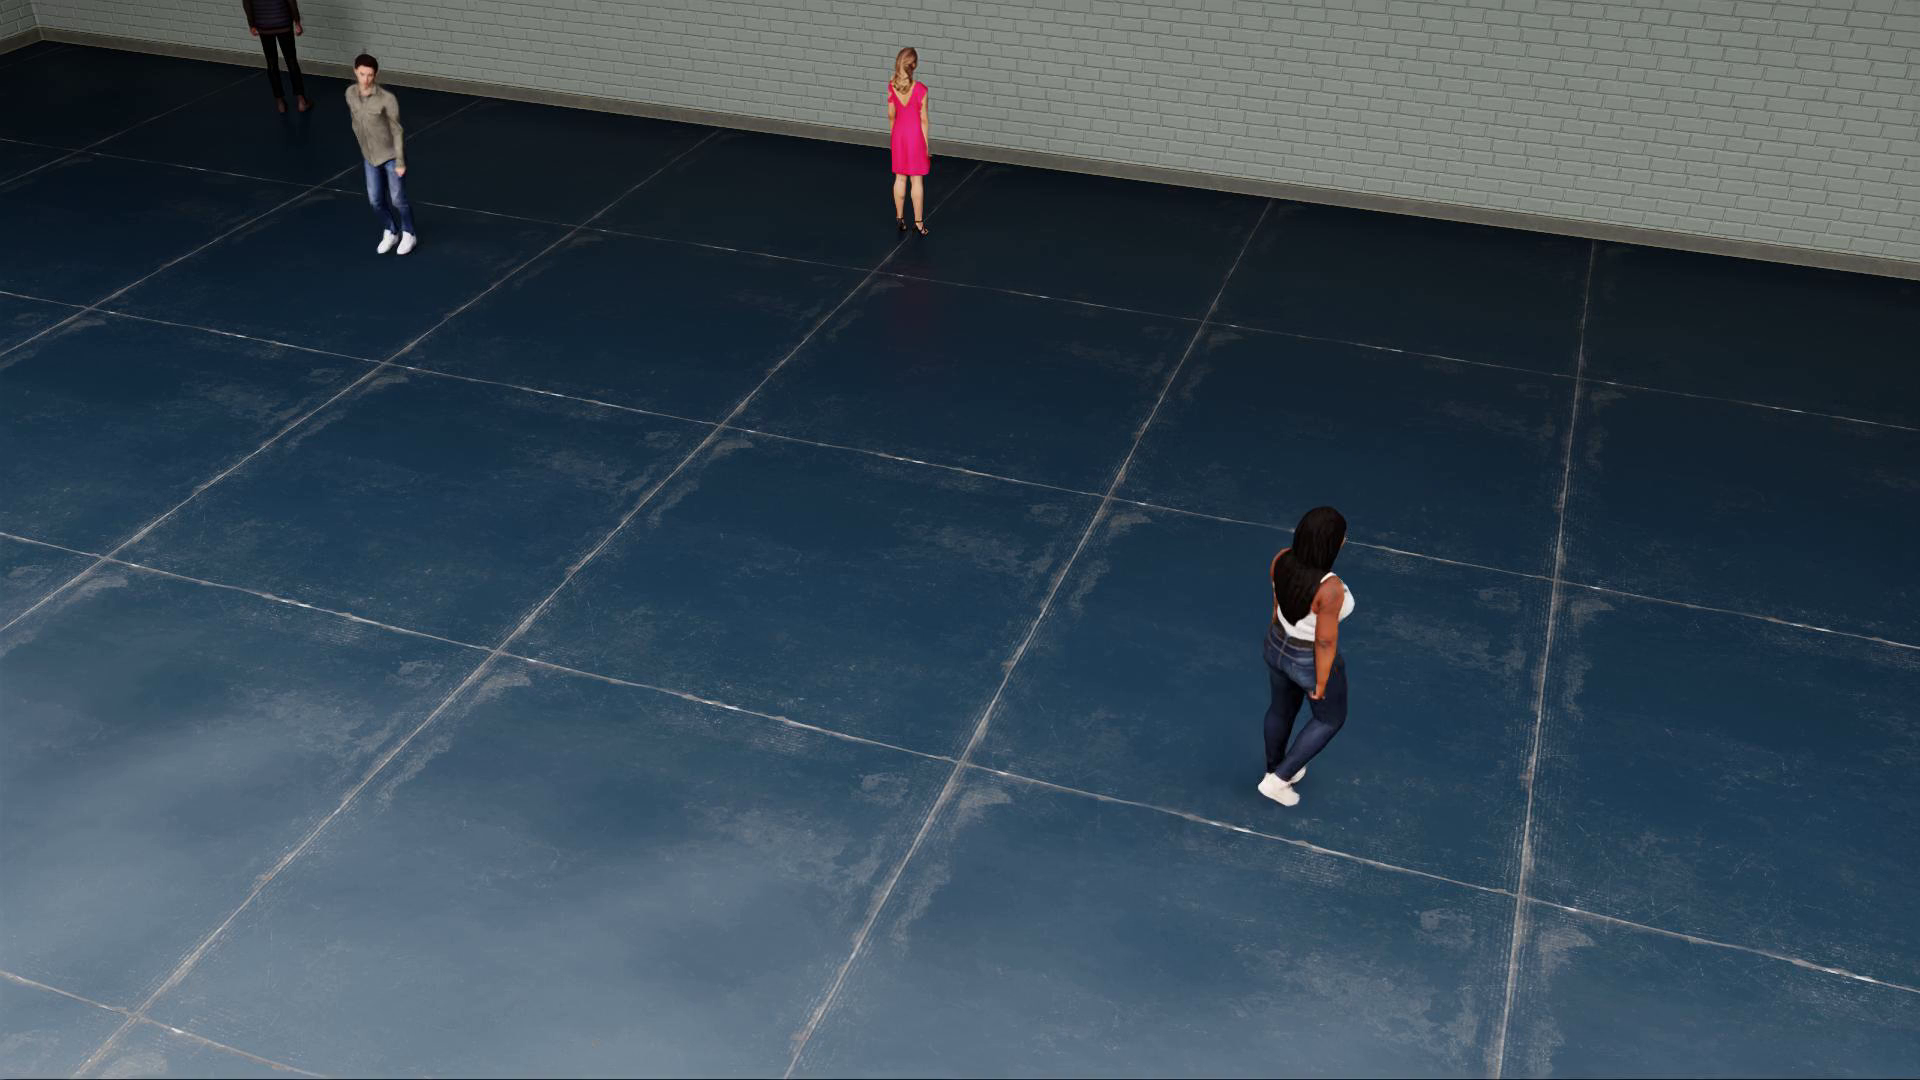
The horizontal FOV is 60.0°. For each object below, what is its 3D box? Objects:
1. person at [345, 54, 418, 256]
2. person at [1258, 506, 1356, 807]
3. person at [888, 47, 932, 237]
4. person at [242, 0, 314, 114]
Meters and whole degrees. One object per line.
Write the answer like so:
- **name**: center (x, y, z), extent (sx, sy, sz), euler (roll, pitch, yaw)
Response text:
- **person**: center (-5.069, -3.414, 14.704), extent (0.735, 1.829, 0.682), euler (15, 36, 22)
- **person**: center (1.682, 0.641, 8.500), extent (0.875, 1.796, 0.813), euler (-21, 38, -28)
- **person**: center (-0.471, -3.615, 15.107), extent (0.605, 1.728, 0.588), euler (18, 37, 25)
- **person**: center (-7.432, -5.568, 18.012), extent (0.780, 1.835, 0.754), euler (-5, 33, -7)
